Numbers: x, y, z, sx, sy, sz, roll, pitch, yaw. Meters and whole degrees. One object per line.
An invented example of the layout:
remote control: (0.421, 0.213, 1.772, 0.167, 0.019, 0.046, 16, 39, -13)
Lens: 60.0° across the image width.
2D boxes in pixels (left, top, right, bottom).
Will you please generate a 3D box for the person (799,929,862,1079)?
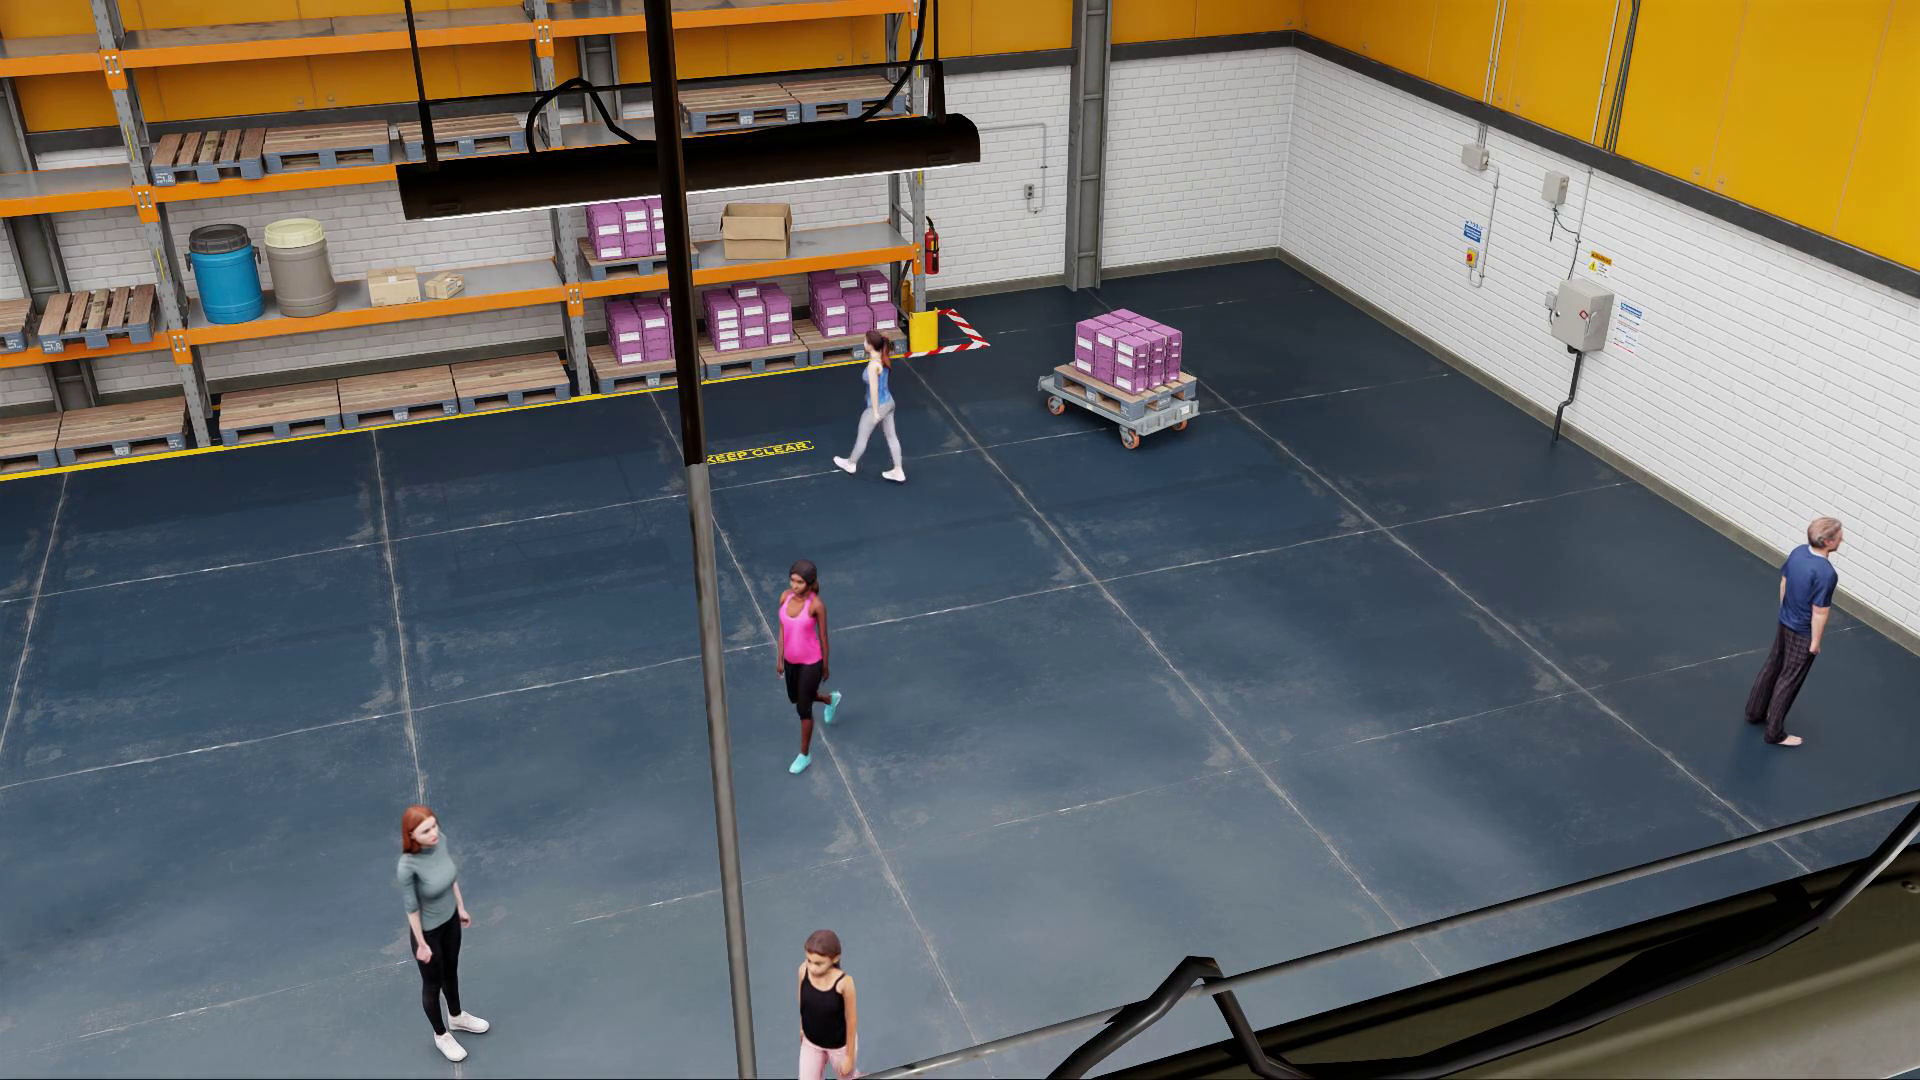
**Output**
person: (-0.686, 2.730, 9.167, 0.989, 1.520, 1.019, 11, 31, 19)

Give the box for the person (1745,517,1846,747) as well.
person: (6.343, 0.666, 12.584, 0.634, 1.871, 0.714, -2, 29, -4)

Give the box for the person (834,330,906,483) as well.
person: (-0.738, -1.302, 16.499, 1.030, 1.576, 0.980, 13, 31, 23)

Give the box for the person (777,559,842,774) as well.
person: (-1.116, 0.870, 12.386, 0.916, 1.702, 1.049, 17, 33, 28)

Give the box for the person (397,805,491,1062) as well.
person: (-3.072, 2.276, 9.765, 0.724, 1.742, 0.670, 11, 31, 20)
